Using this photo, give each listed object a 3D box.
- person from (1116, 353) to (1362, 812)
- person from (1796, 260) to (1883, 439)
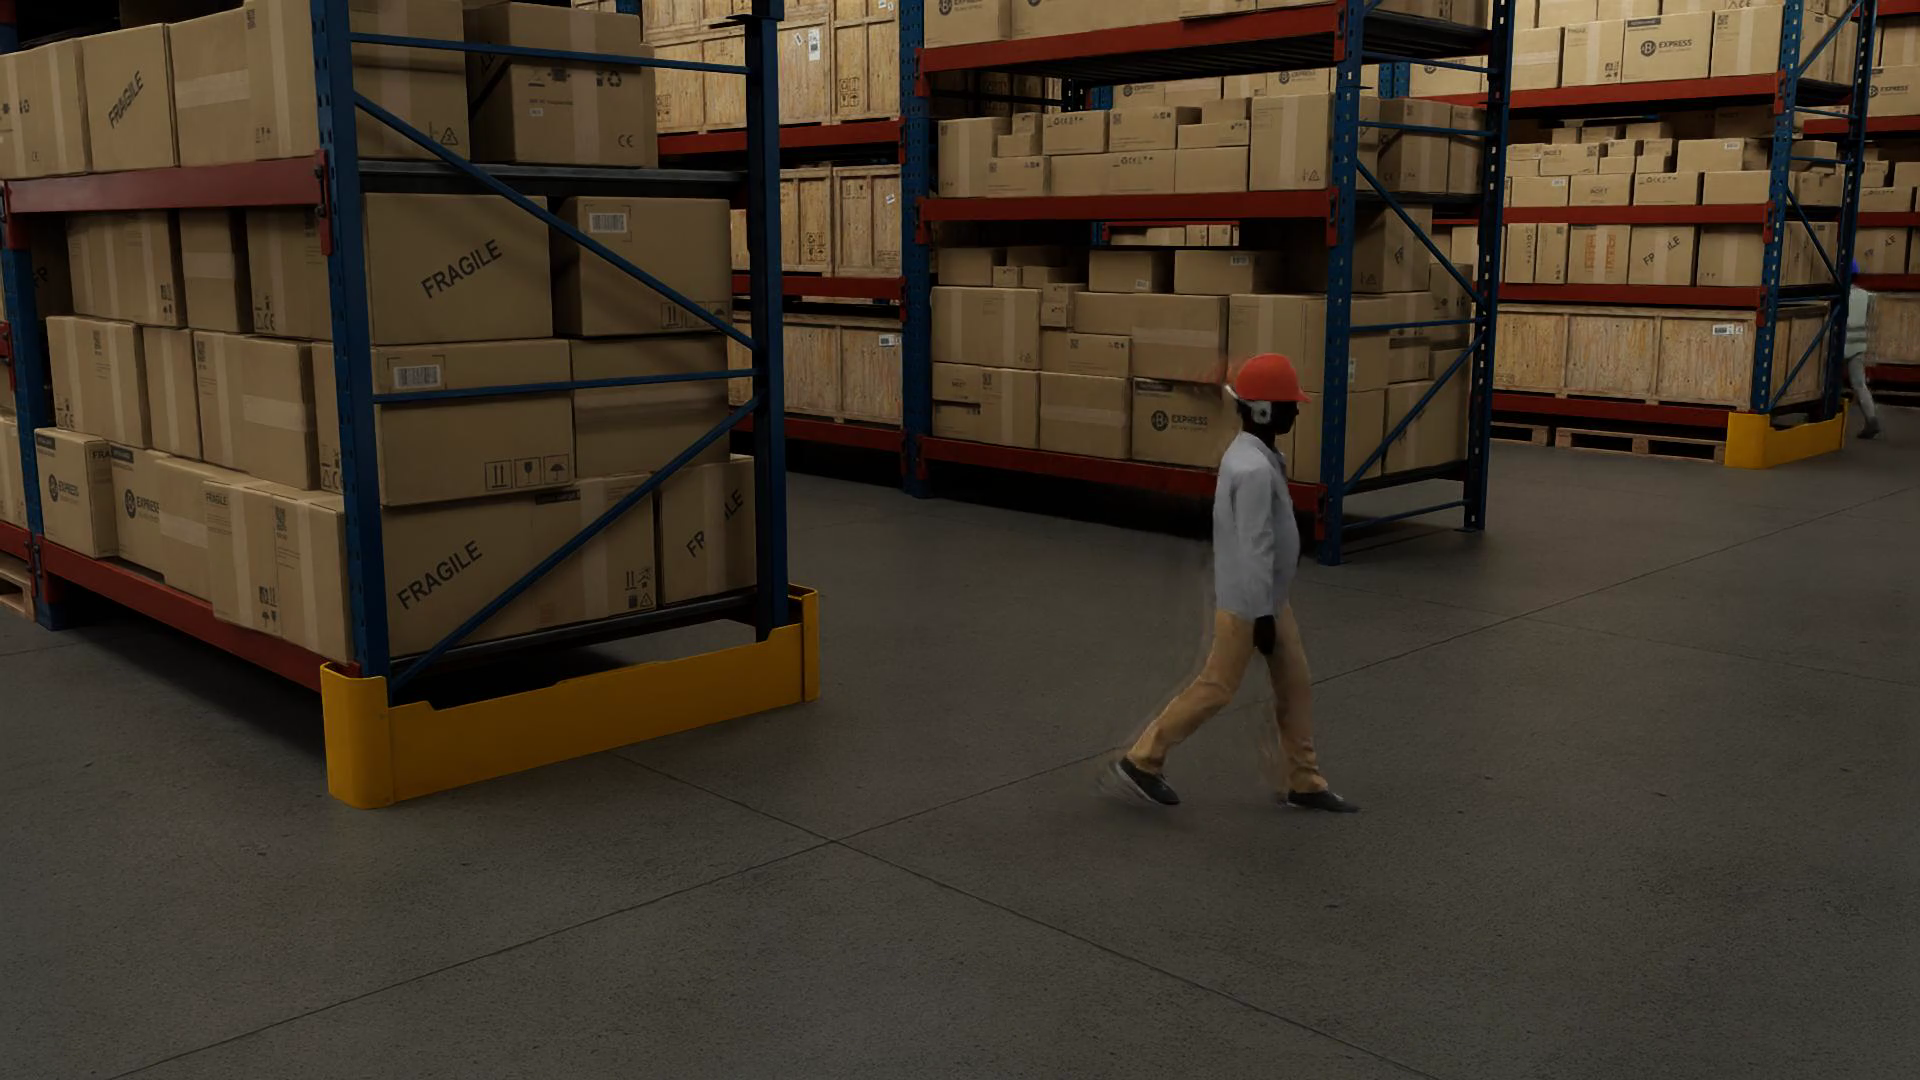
[{"bbox_3d":[1.027,0.173,6.105,0.882,1.722,0.566,3,11,15],"label":"person"},{"bbox_3d":[9.396,-2.030,17.603,0.606,1.907,0.987,-2,11,-13],"label":"person"}]
